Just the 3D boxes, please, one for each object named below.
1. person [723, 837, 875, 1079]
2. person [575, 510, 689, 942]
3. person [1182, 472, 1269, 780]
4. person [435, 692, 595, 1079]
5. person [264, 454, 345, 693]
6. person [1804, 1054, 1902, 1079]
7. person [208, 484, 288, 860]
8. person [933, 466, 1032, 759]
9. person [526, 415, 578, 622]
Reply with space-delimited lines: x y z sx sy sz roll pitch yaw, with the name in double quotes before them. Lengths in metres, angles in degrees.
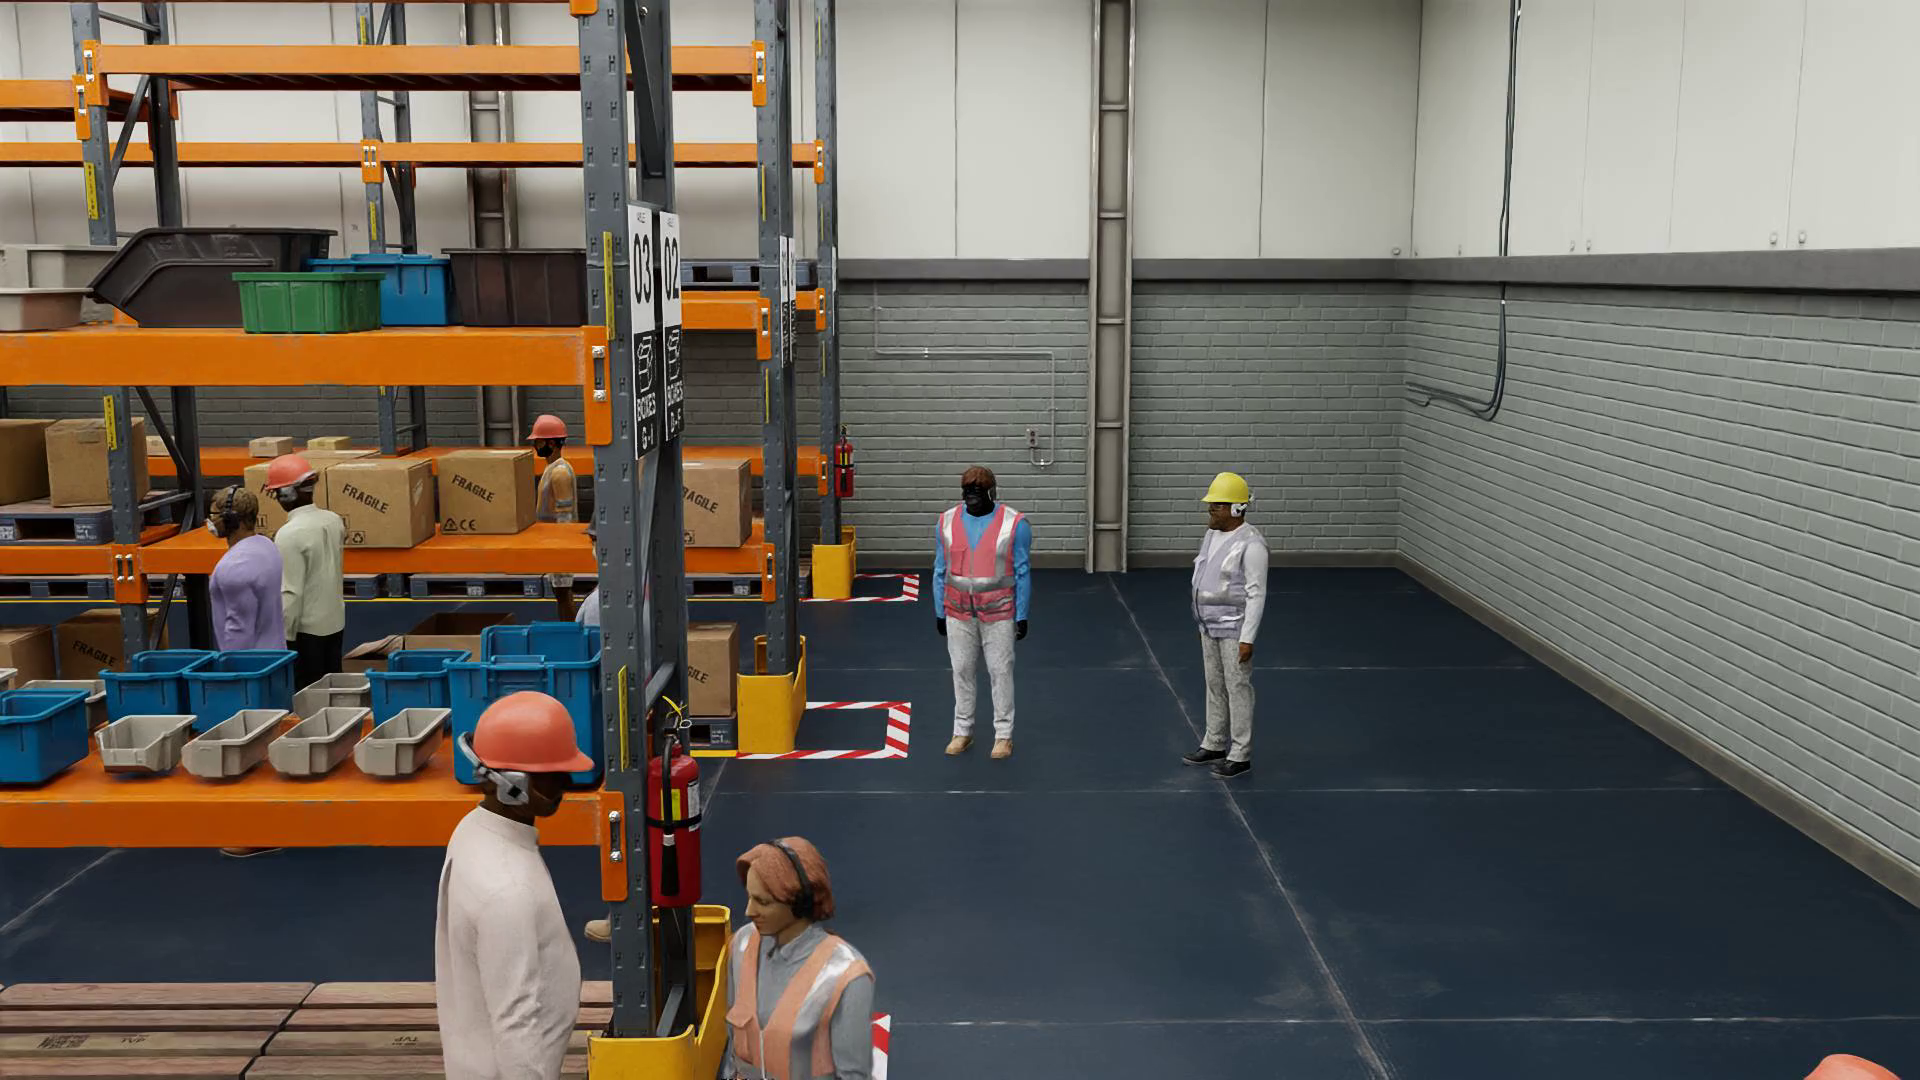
"person" -0.401 1.540 4.246 0.527 1.627 0.313 8 12 41
"person" -1.537 0.794 7.553 0.536 2.000 0.681 3 10 19
"person" 1.586 0.507 9.950 0.403 1.834 0.587 -4 10 -22
"person" -1.128 1.357 4.302 0.408 1.980 0.626 -4 10 -21
"person" -3.745 0.495 9.555 0.393 1.986 0.609 1 9 7
"person" 1.467 1.710 2.811 0.561 1.753 0.332 -9 13 -43
"person" -3.675 0.676 8.596 0.373 1.940 0.629 -1 9 -8
"person" 0.126 0.450 10.322 0.630 1.838 0.431 3 10 17
"person" -3.081 0.017 12.633 0.356 1.937 0.552 -3 10 -19
